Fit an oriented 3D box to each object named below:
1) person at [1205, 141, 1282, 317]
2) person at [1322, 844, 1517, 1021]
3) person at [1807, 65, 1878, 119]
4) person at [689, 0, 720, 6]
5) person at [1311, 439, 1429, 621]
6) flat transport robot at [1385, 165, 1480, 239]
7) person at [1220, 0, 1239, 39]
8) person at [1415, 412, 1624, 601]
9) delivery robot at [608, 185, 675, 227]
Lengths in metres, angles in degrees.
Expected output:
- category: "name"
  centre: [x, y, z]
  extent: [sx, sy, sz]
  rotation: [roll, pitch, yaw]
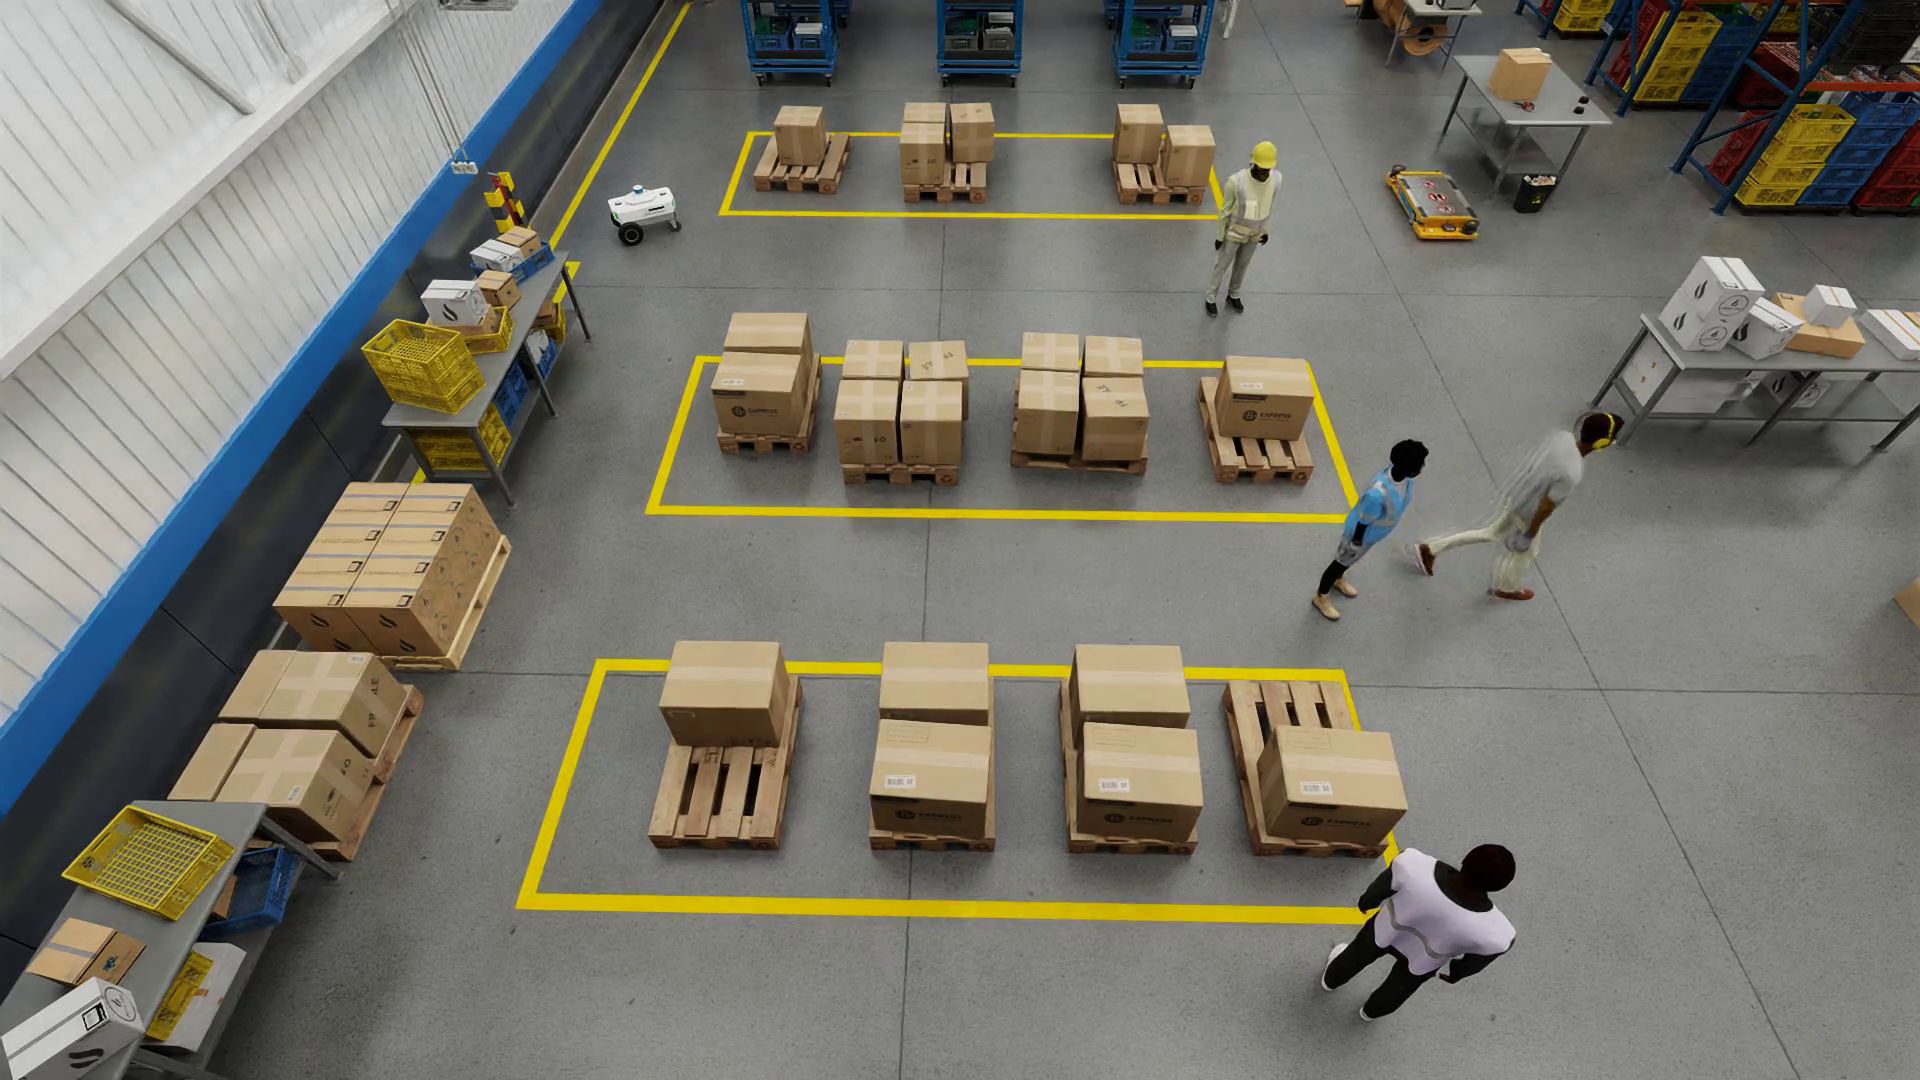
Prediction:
- category: "person"
  centre: [2.842, -3.087, 9.161]
  extent: [0.594, 1.832, 0.403]
  rotation: [-11, 50, -9]
- category: "person"
  centre: [2.314, 2.021, 4.684]
  extent: [0.391, 1.919, 0.591]
  rotation: [-37, 59, -28]
- category: "person"
  centre: [11.922, -6.379, 11.978]
  extent: [0.355, 1.884, 0.575]
  rotation: [-22, 53, -18]
- category: "person"
  centre: [-4.347, -9.840, 14.917]
  extent: [0.631, 1.980, 0.425]
  rotation: [12, 50, 10]
- category: "person"
  centre: [2.971, -0.092, 6.657]
  extent: [0.322, 1.696, 0.536]
  rotation: [37, 58, 27]
- category: "flat transport robot"
  centre: [5.692, -4.094, 11.059]
  extent: [0.652, 0.197, 1.431]
  rotation: [1, 49, 1]
- category: "person"
  centre: [4.269, -8.762, 14.211]
  extent: [0.515, 1.615, 0.681]
  rotation: [14, 51, 12]
- category: "person"
  centre: [4.088, -0.233, 6.704]
  extent: [0.883, 1.827, 0.581]
  rotation: [9, 50, 8]
- category: "delivery robot"
  centre: [-3.668, -3.860, 10.610]
  extent: [0.707, 0.478, 0.477]
  rotation: [-20, 52, -17]
